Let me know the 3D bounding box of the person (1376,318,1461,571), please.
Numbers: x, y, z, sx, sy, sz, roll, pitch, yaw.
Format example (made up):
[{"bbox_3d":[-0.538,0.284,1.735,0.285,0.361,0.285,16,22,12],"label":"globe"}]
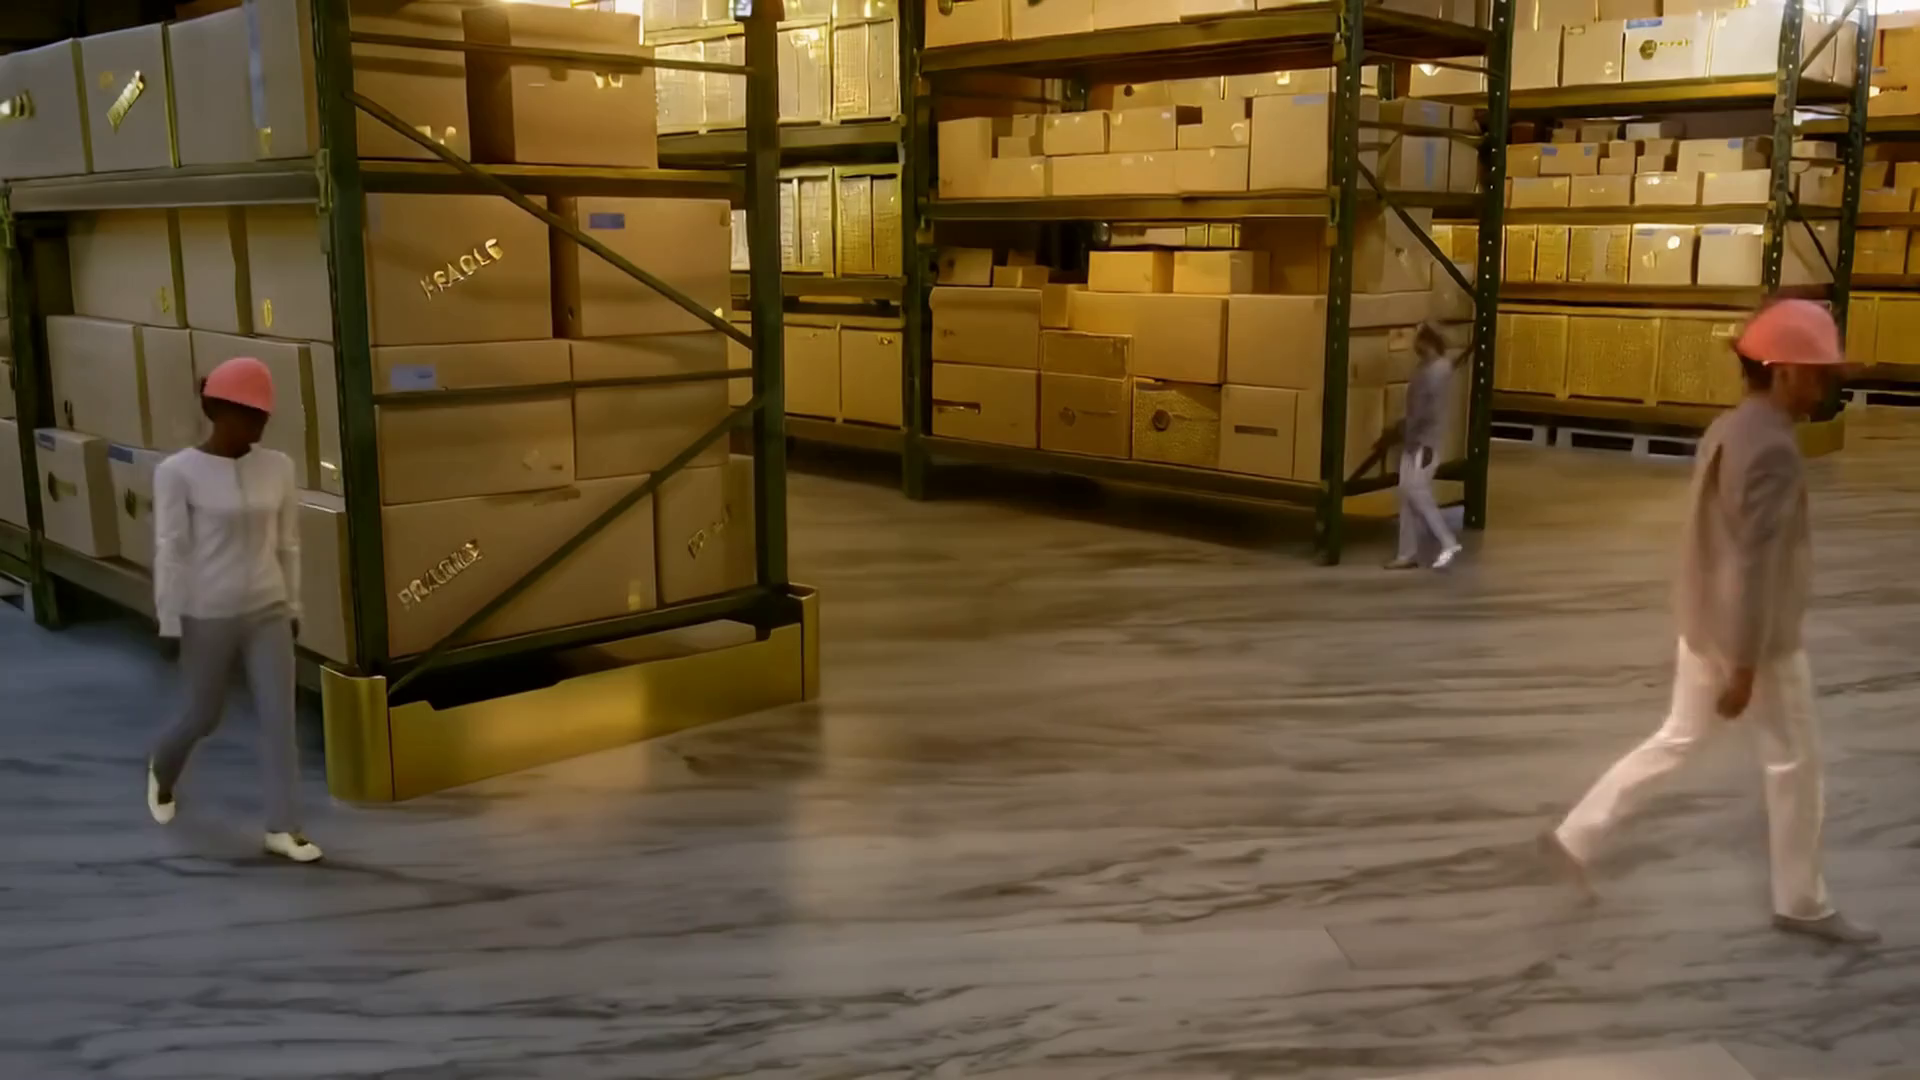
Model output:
[{"bbox_3d":[2.886,-0.591,10.518,0.436,1.618,0.542,-2,11,-8],"label":"person"}]

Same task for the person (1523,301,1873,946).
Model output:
[{"bbox_3d":[2.259,0.262,4.981,0.972,1.957,0.603,0,10,0],"label":"person"}]

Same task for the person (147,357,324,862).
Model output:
[{"bbox_3d":[-2.558,0.226,5.769,0.786,1.723,0.554,8,13,38],"label":"person"}]
